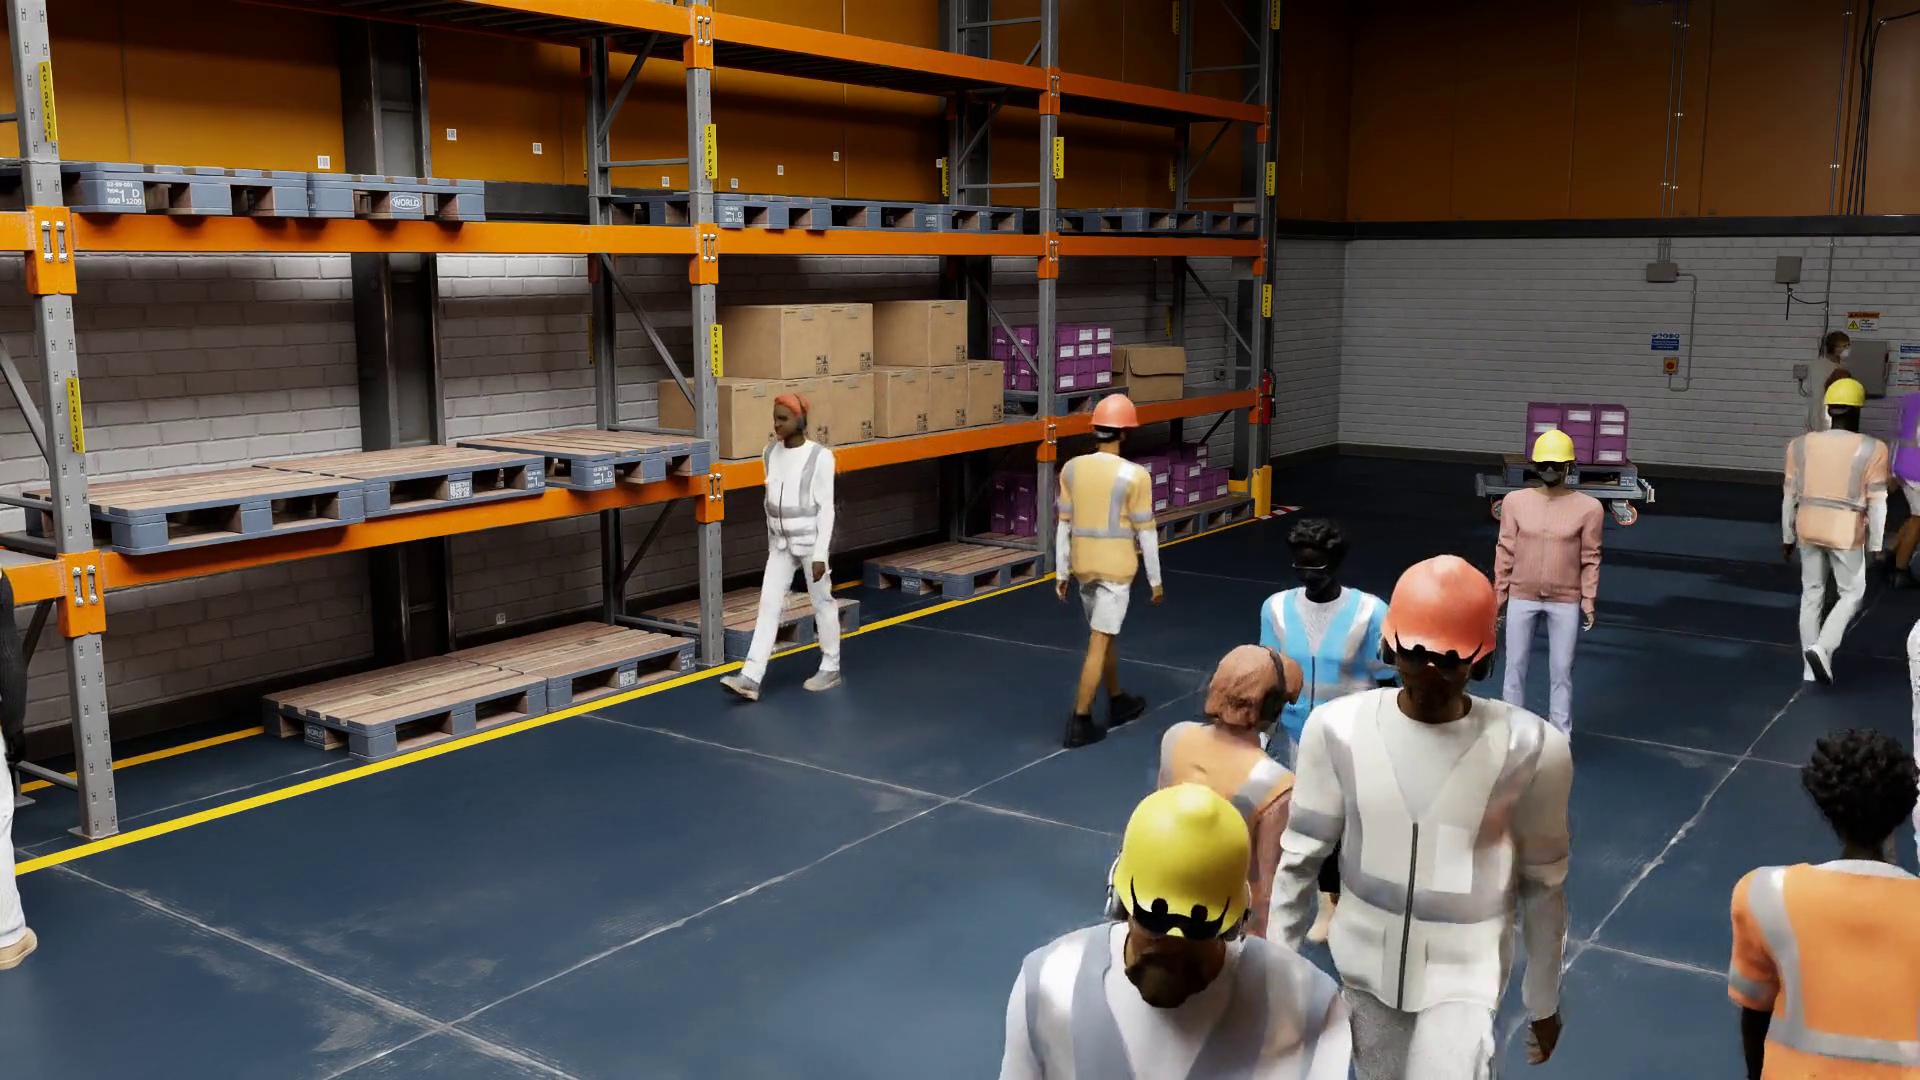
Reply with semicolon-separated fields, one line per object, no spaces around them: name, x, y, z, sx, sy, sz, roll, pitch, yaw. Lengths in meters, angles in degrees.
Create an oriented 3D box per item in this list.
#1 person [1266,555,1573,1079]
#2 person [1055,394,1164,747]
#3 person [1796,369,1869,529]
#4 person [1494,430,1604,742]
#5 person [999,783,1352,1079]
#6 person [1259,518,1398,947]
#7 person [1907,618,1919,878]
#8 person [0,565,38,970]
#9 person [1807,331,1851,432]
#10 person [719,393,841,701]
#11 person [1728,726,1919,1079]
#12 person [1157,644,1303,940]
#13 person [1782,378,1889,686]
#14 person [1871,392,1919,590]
person;1.007;1.012;3.793;0.650;1.972;1.078;5;11;28
person;0.879;0.149;9.160;0.564;1.896;0.910;8;12;39
person;8.537;-0.876;16.231;0.504;1.571;0.916;-7;12;-35
person;3.030;0.309;8.616;0.523;1.769;0.316;4;10;25
person;0.305;1.279;2.735;0.631;1.795;0.755;3;10;19
person;1.391;0.737;6.322;0.554;1.672;0.395;7;12;37
person;3.123;0.853;5.073;0.469;1.870;0.699;-1;10;-6
person;-3.746;0.700;6.075;0.624;1.841;0.430;-4;10;-23
person;8.872;-1.190;17.074;0.642;1.921;0.627;-8;12;-39
person;-1.033;0.055;9.916;0.606;1.832;0.951;7;12;36
person;1.852;1.230;3.412;0.561;1.662;0.504;5;11;28
person;0.625;1.075;4.468;0.554;1.618;0.555;-7;12;-34
person;5.328;-0.029;10.198;0.550;1.913;0.603;-8;13;-41
person;7.691;-0.536;13.236;0.462;1.909;0.547;1;10;7
